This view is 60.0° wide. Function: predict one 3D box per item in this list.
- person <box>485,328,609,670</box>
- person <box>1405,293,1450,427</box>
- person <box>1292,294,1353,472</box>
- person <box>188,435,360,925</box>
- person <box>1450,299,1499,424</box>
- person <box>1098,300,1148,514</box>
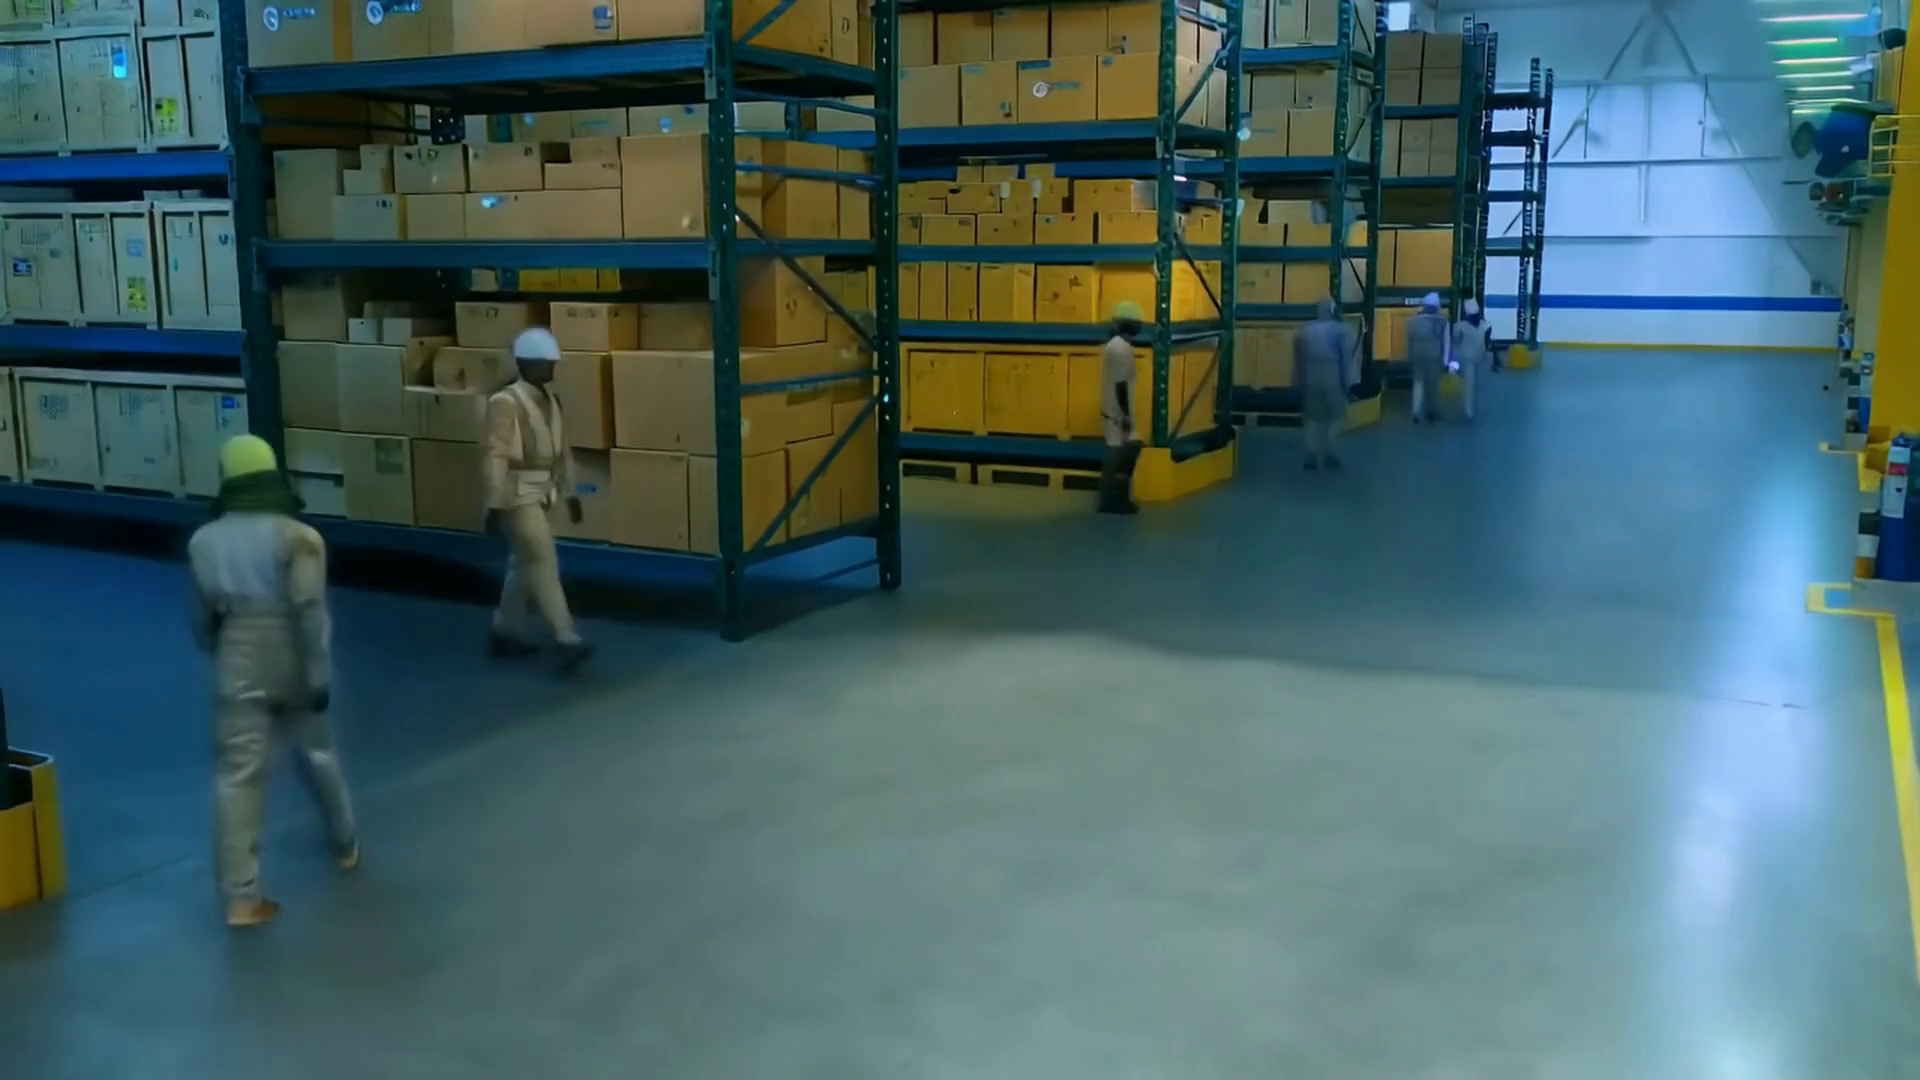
[{"bbox_3d":[-2.311,-0.228,9.371,0.926,1.904,0.637,3,10,17],"label":"person"},{"bbox_3d":[6.277,-2.415,22.397,0.603,1.804,0.867,6,11,30],"label":"person"},{"bbox_3d":[3.881,-1.670,17.777,0.675,1.886,0.524,5,11,29],"label":"person"},{"bbox_3d":[-2.481,0.473,5.954,0.482,1.689,0.871,-1,10,-8],"label":"person"},{"bbox_3d":[7.014,-2.419,22.647,0.583,1.690,0.868,0,10,-2],"label":"person"},{"bbox_3d":[1.476,-1.168,14.819,0.541,1.905,0.597,2,10,10],"label":"person"}]
